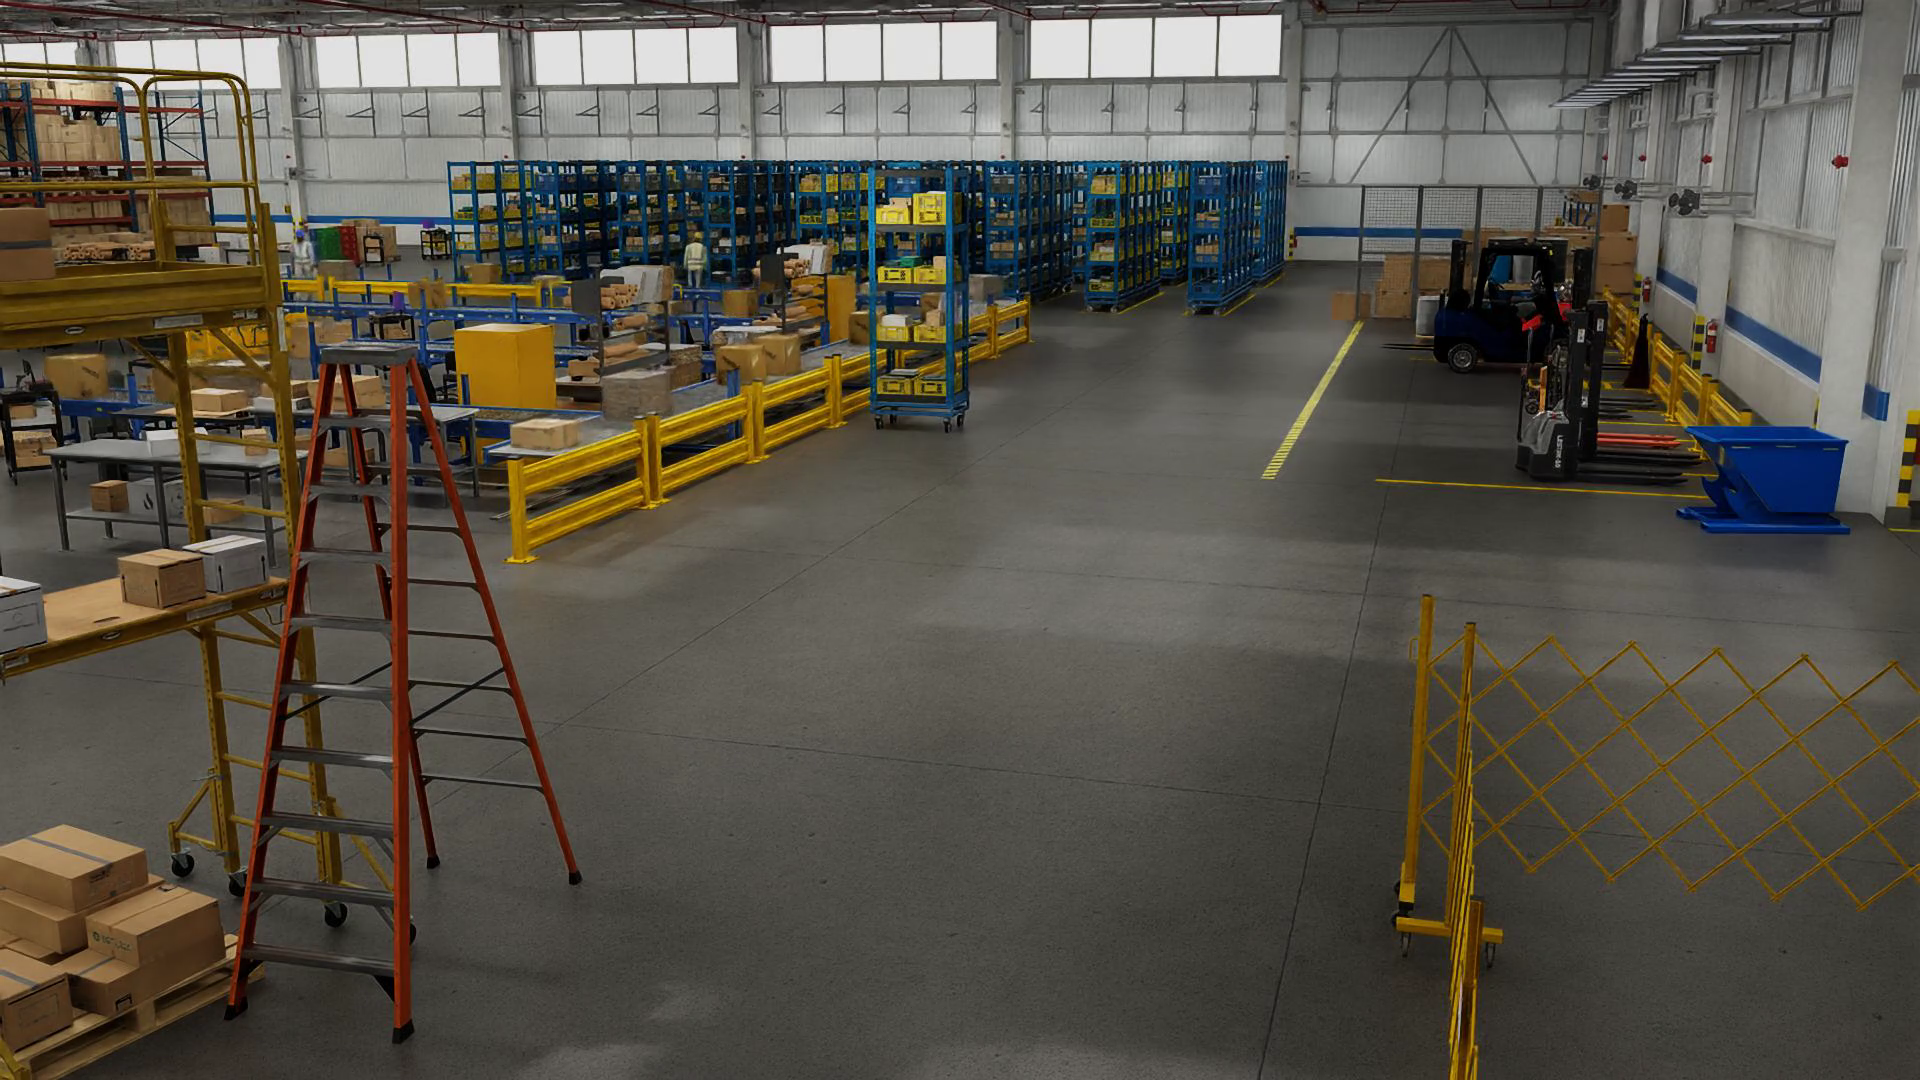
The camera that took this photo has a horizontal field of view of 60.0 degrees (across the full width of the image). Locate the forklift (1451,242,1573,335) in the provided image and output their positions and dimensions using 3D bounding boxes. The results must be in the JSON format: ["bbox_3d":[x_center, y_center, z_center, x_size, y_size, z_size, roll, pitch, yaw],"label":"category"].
[{"bbox_3d":[10.464,-4.597,31.405,2.680,1.987,1.157,4,14,16],"label":"forklift"}]

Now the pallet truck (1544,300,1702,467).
[{"bbox_3d":[8.263,-1.952,20.631,1.885,1.965,0.823,5,14,20],"label":"pallet truck"}]

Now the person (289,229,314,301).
[{"bbox_3d":[-17.034,-7.100,43.087,0.609,1.899,0.989,-4,14,-16],"label":"person"}]

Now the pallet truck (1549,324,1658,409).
[{"bbox_3d":[9.824,-2.669,25.407,1.601,1.201,0.680,4,14,16],"label":"pallet truck"}]

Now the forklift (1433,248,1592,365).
[{"bbox_3d":[9.780,-4.111,29.280,2.680,1.987,1.157,3,13,14],"label":"forklift"}]

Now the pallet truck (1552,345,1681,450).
[{"bbox_3d":[8.641,-1.896,21.908,1.630,1.274,0.653,4,14,16],"label":"pallet truck"}]

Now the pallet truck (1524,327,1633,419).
[{"bbox_3d":[9.065,-2.460,24.370,1.522,1.261,0.704,3,13,14],"label":"pallet truck"}]

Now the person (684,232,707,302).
[{"bbox_3d":[-6.888,-7.110,43.337,0.609,1.803,0.594,-3,13,-13],"label":"person"}]

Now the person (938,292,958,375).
[{"bbox_3d":[-0.230,-3.552,27.478,0.403,2.035,0.603,0,13,-1],"label":"person"}]

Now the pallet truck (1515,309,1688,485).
[{"bbox_3d":[7.554,-1.677,19.446,1.885,1.965,0.823,3,13,14],"label":"pallet truck"}]
